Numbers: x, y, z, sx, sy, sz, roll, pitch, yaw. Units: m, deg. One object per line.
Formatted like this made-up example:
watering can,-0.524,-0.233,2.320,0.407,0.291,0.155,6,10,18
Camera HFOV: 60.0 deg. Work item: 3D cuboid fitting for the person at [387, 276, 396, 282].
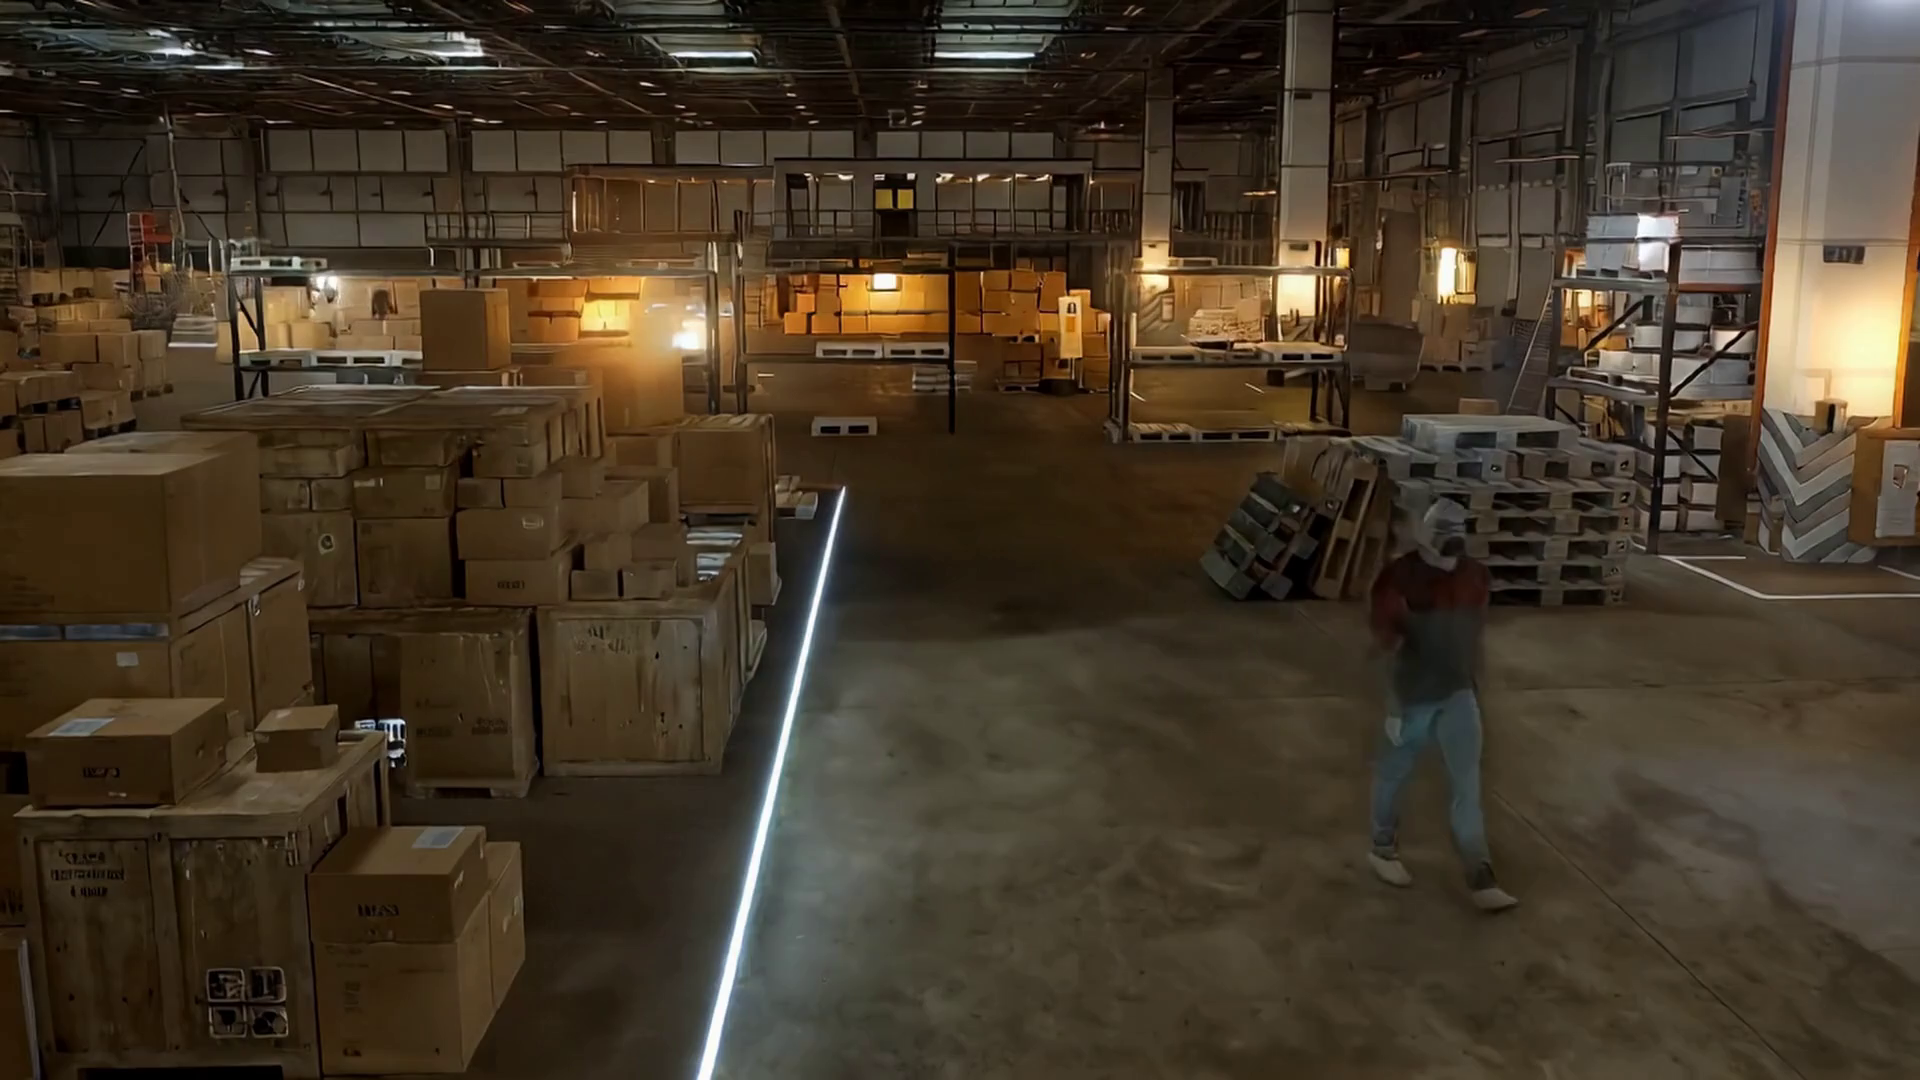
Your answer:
person,-24.844,-10.969,73.005,0.989,1.827,0.583,-7,12,-33

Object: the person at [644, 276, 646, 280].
person,-10.924,-8.159,56.909,1.014,2.006,0.608,10,14,44

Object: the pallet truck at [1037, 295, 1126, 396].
pallet truck,2.483,-3.881,33.060,1.885,1.965,0.823,-7,13,-36

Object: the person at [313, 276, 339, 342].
person,-19.279,-7.057,50.634,0.688,2.000,0.539,-1,10,-3

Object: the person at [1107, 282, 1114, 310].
person,5.948,-9.690,66.071,0.522,1.769,0.310,-7,12,-32

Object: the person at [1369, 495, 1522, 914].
person,2.190,0.752,7.536,0.646,1.890,1.003,-3,11,-16

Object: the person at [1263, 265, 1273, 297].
person,14.491,-11.963,78.211,0.612,1.950,0.377,-7,13,-35

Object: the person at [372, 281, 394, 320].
person,-16.698,-6.515,47.977,0.634,1.916,0.802,5,11,24

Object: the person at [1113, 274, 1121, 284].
person,6.173,-9.517,64.898,0.429,1.839,0.634,-9,13,-40

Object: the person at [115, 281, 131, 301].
person,-27.403,-7.617,54.613,0.548,1.716,0.911,2,10,13

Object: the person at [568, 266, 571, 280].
person,-17.841,-11.609,76.337,0.584,1.917,0.381,-9,14,-42

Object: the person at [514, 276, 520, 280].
person,-16.913,-9.341,63.714,0.578,1.907,0.800,-3,11,-16

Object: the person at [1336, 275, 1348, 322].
person,12.990,-8.148,56.948,0.913,1.949,0.605,5,11,25

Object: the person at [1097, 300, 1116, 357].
person,2.992,-4.078,34.627,0.574,1.822,0.900,-8,13,-37

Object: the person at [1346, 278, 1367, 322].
person,12.364,-7.206,51.808,0.620,1.911,0.425,5,11,26

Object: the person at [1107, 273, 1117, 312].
person,5.277,-8.433,58.638,0.582,1.917,0.547,-6,12,-30

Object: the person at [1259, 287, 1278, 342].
person,8.149,-5.731,43.805,0.626,1.844,0.429,8,13,37
